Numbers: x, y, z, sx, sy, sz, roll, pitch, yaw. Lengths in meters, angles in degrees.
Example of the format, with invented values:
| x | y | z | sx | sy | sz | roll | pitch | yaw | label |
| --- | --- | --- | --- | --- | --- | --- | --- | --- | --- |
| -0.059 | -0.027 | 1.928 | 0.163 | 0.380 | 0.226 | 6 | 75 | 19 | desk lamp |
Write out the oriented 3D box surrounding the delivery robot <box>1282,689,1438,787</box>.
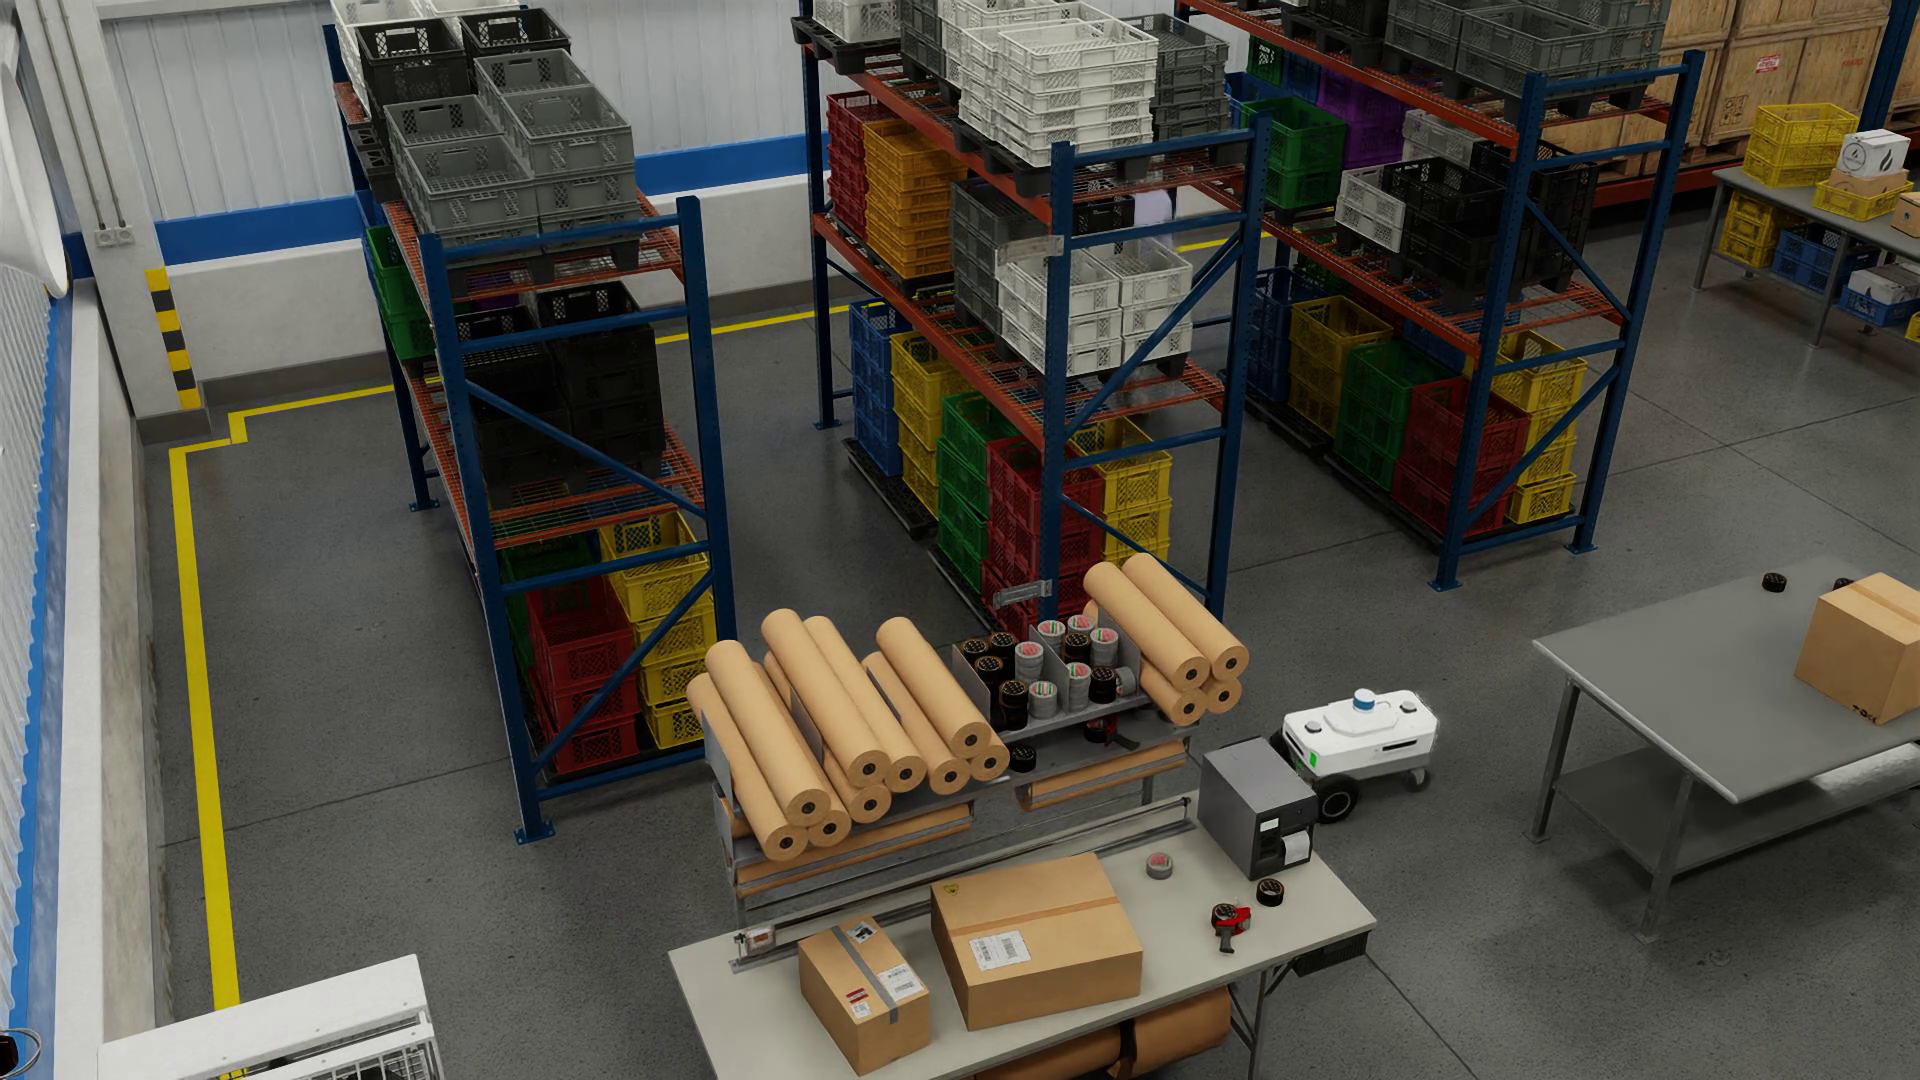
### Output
| x | y | z | sx | sy | sz | roll | pitch | yaw | label |
| --- | --- | --- | --- | --- | --- | --- | --- | --- | --- |
| 1.934 | 0.943 | 8.058 | 0.707 | 0.478 | 0.477 | -10 | 33 | -15 | delivery robot |

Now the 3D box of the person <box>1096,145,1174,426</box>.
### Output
| x | y | z | sx | sy | sz | roll | pitch | yaw | label |
| --- | --- | --- | --- | --- | --- | --- | --- | --- | --- |
| 1.071 | -1.728 | 11.209 | 0.666 | 1.900 | 0.793 | -21 | 38 | -31 | person |
